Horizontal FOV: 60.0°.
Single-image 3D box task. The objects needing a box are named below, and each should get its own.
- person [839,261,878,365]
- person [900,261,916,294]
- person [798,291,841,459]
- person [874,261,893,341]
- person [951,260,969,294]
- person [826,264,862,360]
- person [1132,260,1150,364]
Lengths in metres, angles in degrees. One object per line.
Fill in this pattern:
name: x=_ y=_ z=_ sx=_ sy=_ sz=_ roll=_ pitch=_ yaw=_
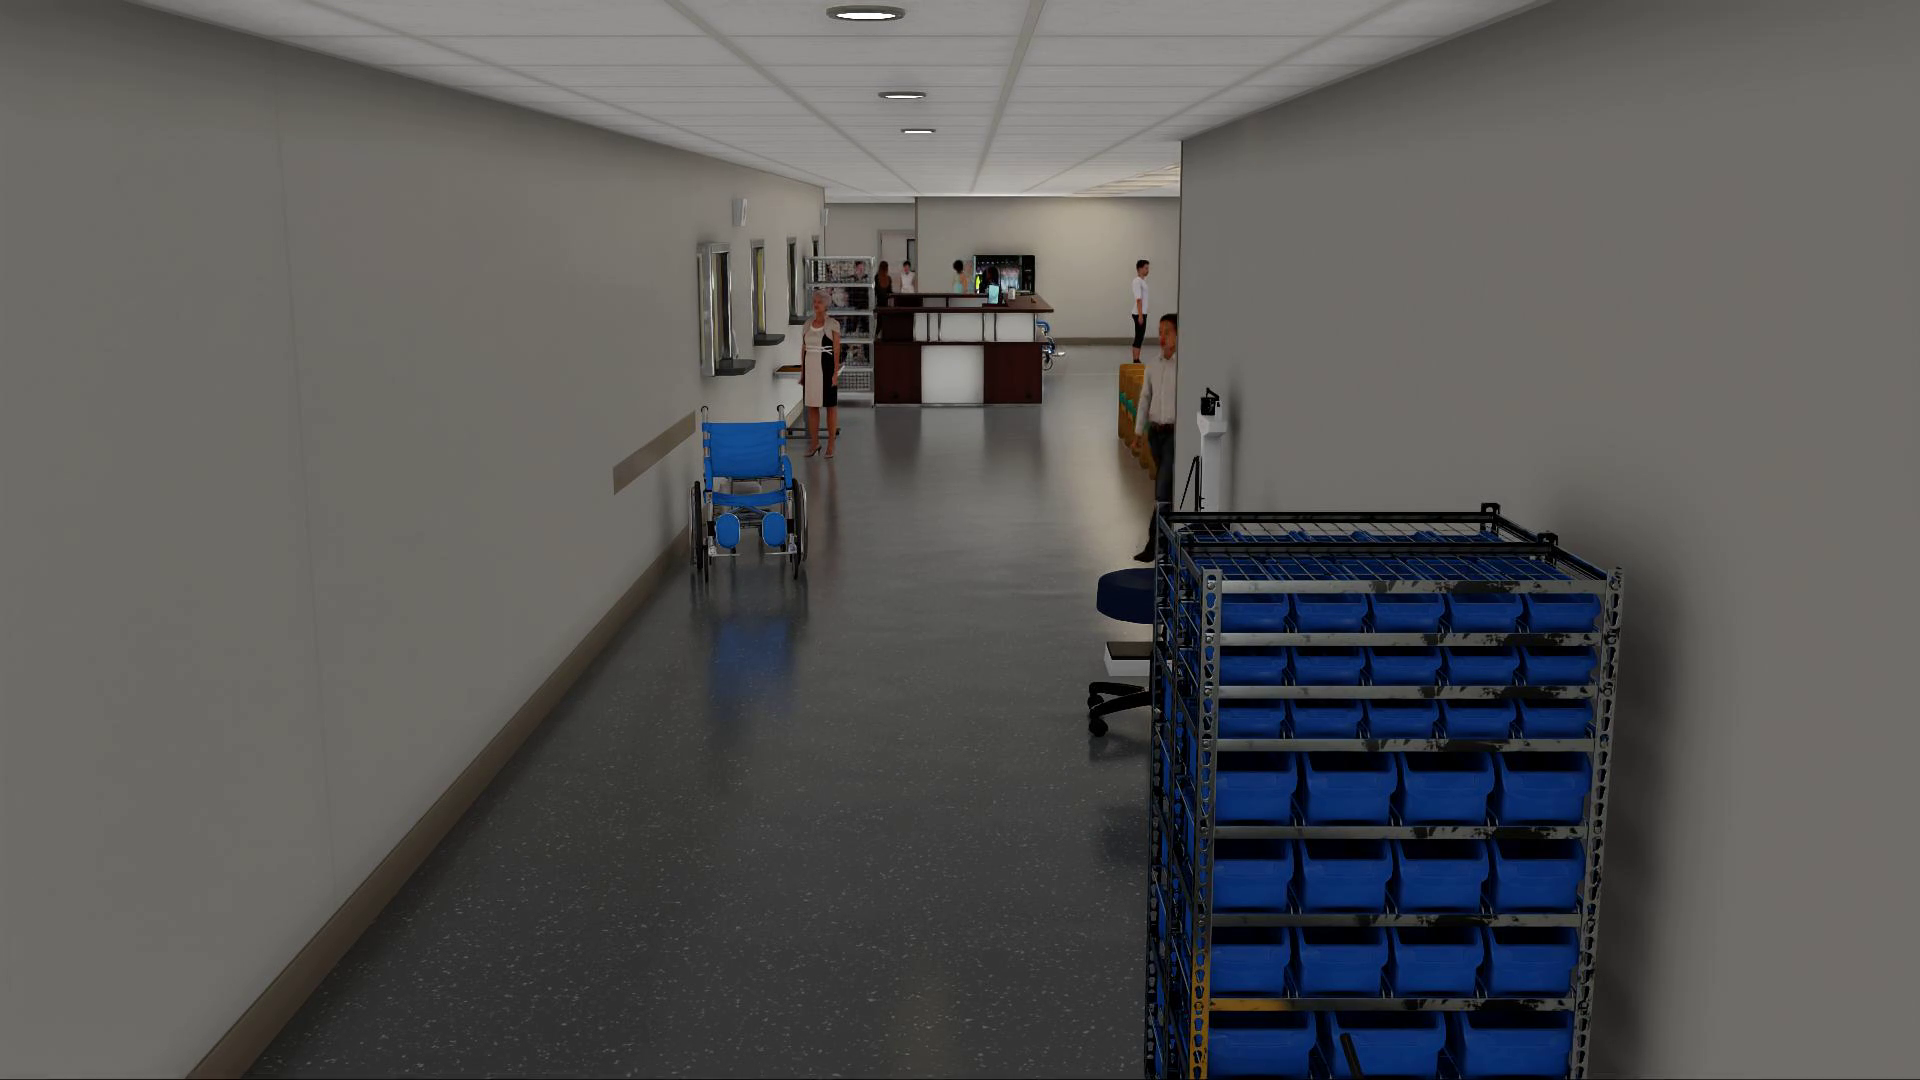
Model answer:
person: x=-1.745 y=-3.940 z=28.926 sx=0.823 sy=1.823 sz=1.044 roll=-4 pitch=11 yaw=-18
person: x=-1.264 y=-6.072 z=40.982 sx=0.914 sy=1.518 sz=0.667 roll=1 pitch=11 yaw=5
person: x=-1.466 y=-1.748 z=17.555 sx=0.642 sy=1.756 sz=0.766 roll=6 pitch=12 yaw=27
person: x=-1.598 y=-4.837 z=34.082 sx=1.204 sy=1.663 sz=1.061 roll=-5 pitch=12 yaw=-27
person: x=0.021 y=-4.521 z=32.146 sx=0.821 sy=1.765 sz=0.787 roll=-6 pitch=12 yaw=-29
person: x=-2.203 y=-3.874 z=28.794 sx=1.212 sy=1.741 sz=0.856 roll=-3 pitch=11 yaw=-16
person: x=3.072 y=-3.859 z=28.417 sx=0.639 sy=1.854 sz=0.716 roll=2 pitch=11 yaw=12
